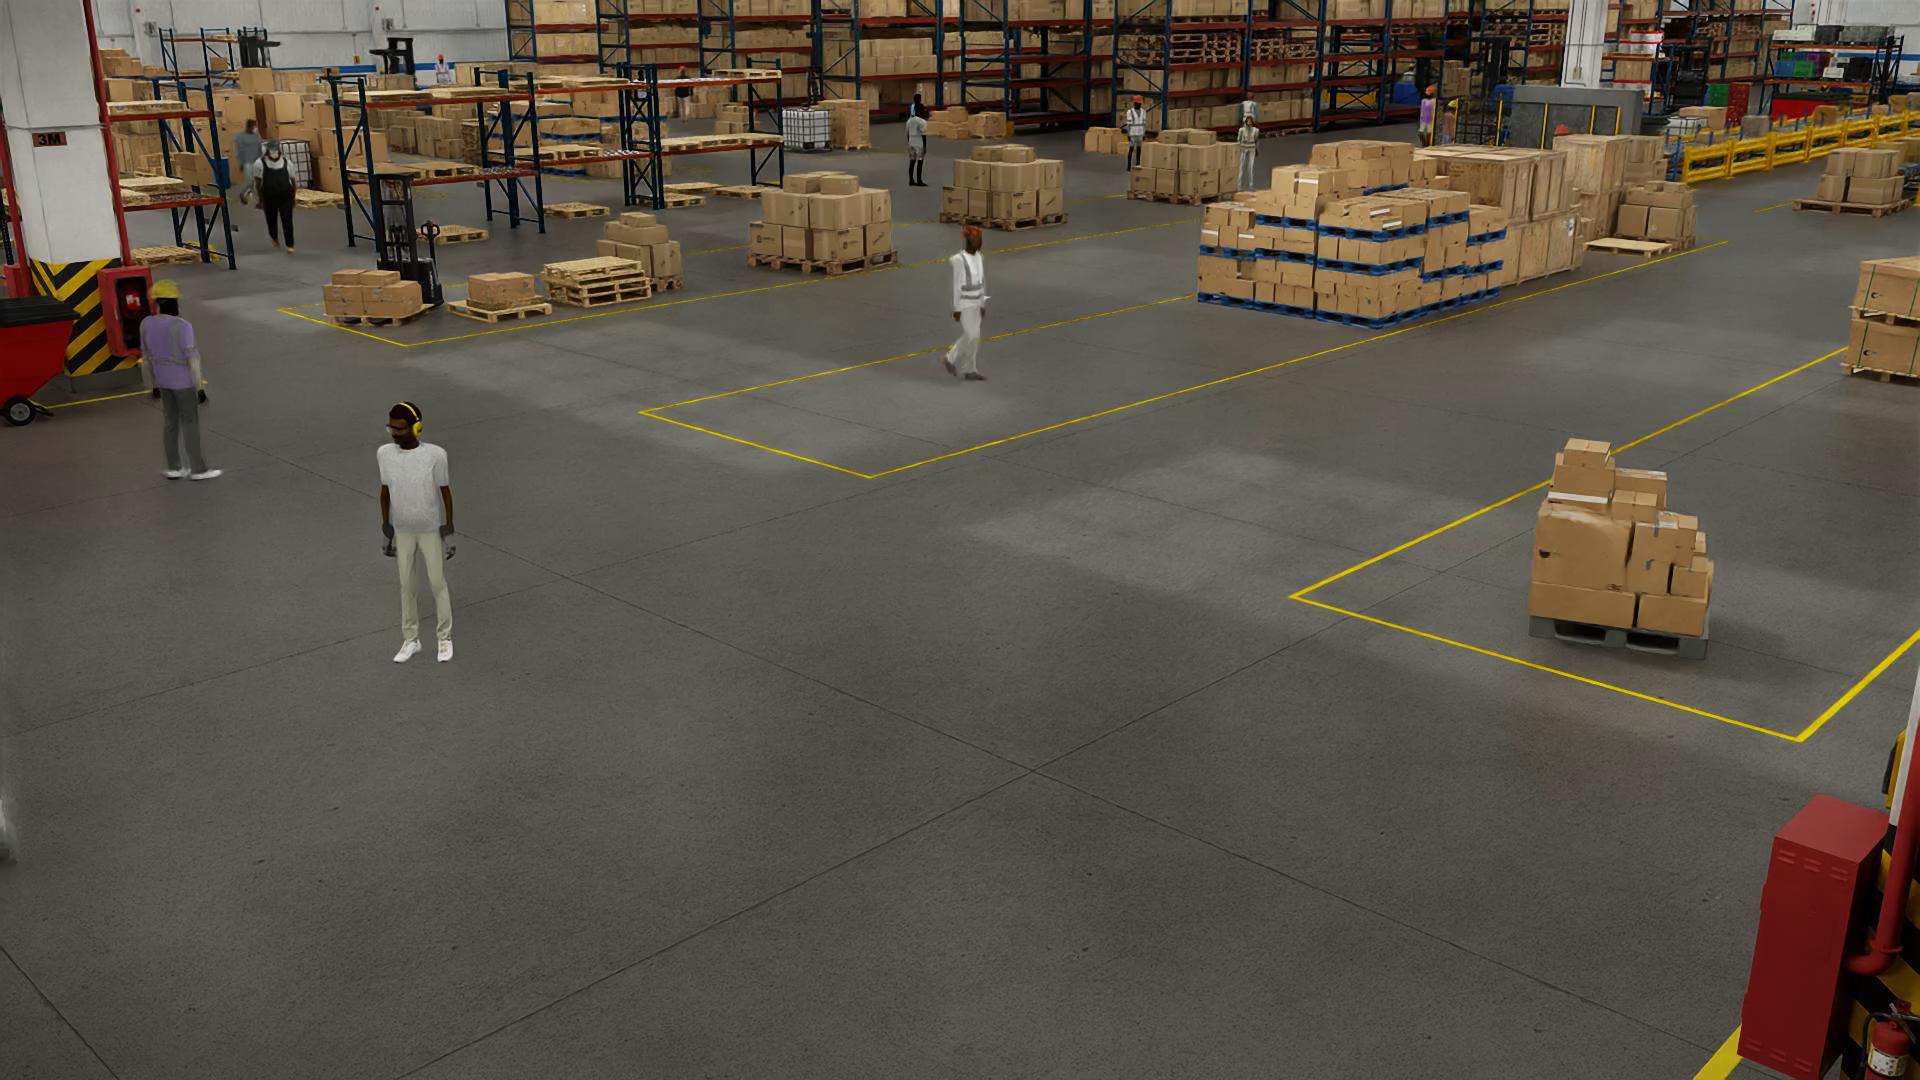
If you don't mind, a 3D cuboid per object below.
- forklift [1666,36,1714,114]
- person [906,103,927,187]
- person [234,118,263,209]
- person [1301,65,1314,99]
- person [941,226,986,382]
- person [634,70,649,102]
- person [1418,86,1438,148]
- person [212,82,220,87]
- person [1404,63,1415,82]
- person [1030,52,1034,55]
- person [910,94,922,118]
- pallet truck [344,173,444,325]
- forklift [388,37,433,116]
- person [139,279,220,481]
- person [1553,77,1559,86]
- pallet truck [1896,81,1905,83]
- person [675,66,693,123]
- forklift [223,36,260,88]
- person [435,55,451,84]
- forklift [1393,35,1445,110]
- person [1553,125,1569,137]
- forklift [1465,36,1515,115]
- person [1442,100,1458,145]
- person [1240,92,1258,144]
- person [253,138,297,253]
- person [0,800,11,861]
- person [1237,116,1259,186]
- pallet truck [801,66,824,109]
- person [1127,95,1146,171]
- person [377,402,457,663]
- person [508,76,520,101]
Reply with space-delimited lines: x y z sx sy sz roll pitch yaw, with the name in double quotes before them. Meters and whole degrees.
"forklift" 27.341 -17.291 61.877 1.129 2.768 1.873 17 25 41
"person" -1.011 -9.353 39.408 0.609 1.958 0.376 16 24 40
"person" -15.169 -8.034 35.518 0.629 1.902 0.645 12 22 33
"person" 13.589 -17.698 64.974 0.548 1.679 0.383 4 19 11
"person" 0.086 -2.804 19.811 0.474 1.866 0.603 12 22 31
"person" -10.757 -14.876 56.123 0.384 1.913 0.594 16 24 40
"person" 13.139 -11.767 46.730 0.549 1.922 0.400 15 23 37
"person" -21.731 -12.454 48.805 0.650 1.914 0.678 -13 22 -34
"person" 17.527 -17.641 64.688 0.535 1.751 0.364 11 21 30
"person" 3.337 -22.457 79.140 0.572 1.794 0.976 -16 24 -41
"person" -1.251 -11.804 47.223 0.333 1.686 0.536 7 20 21
"pallet truck" -8.209 -4.181 23.757 0.823 1.965 1.885 3 19 9
"forklift" -20.224 -16.850 60.550 1.129 2.768 1.873 9 20 26
"person" -7.452 -1.518 15.848 0.594 1.922 0.387 6 19 17
"person" 20.739 -15.245 57.689 0.514 1.603 0.645 -10 21 -28
"pallet truck" 34.802 -16.331 61.455 0.653 1.274 1.630 17 25 41
"person" -9.614 -15.489 57.883 0.641 1.962 0.806 -2 18 -6
"forklift" -26.428 -17.328 61.989 1.129 2.768 1.873 17 25 41
"person" -21.404 -19.130 68.951 0.570 1.891 0.941 -8 20 -22
"forklift" 17.477 -17.688 63.072 1.873 2.768 1.129 7 20 21
"person" 12.050 -7.395 33.575 0.577 1.919 0.544 -8 20 -22
"forklift" 19.973 -17.201 61.605 1.873 2.768 1.129 16 24 40
"person" 12.680 -10.479 43.095 0.329 1.767 0.529 -2 19 -7
"person" 8.543 -12.438 49.267 0.536 1.594 0.872 17 25 41
"person" -12.132 -6.134 29.574 0.701 2.000 0.624 -9 20 -25
"person" -5.478 0.817 8.853 0.601 1.914 0.988 -17 25 -41
"person" 6.849 -9.247 39.585 0.518 1.636 0.312 0 18 1
"pallet truck" -4.812 -15.182 56.903 0.823 1.965 1.885 -9 21 -26
"person" 4.551 -10.456 42.781 0.541 1.929 0.385 -8 20 -23
"person" -3.754 -0.048 11.519 0.520 1.865 0.332 0 18 0
"person" -14.566 -14.274 54.477 0.441 1.815 0.658 6 19 17
